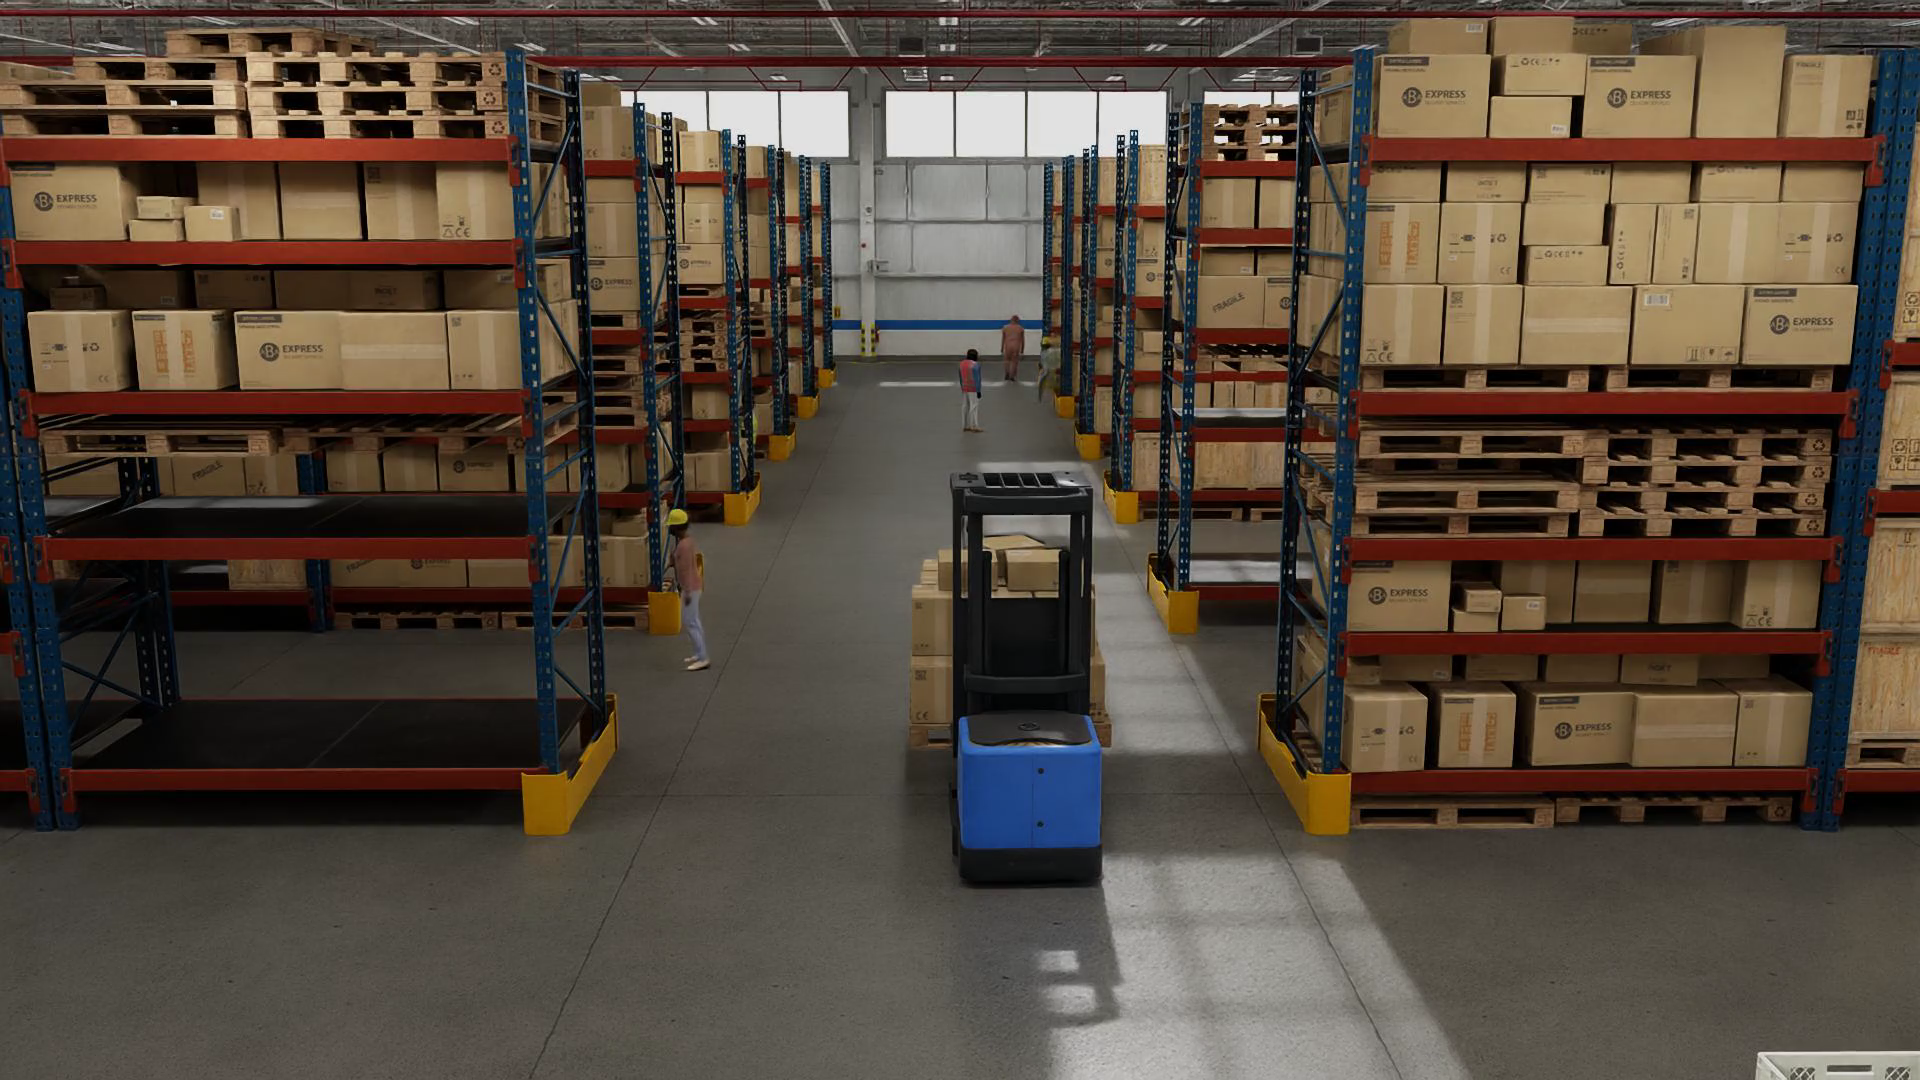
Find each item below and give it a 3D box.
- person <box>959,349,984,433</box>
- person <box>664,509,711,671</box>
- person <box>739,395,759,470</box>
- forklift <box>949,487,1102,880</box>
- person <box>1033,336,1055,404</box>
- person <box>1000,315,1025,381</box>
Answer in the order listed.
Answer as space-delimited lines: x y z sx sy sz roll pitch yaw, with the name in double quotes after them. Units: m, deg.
0.258 -3.278 36.549 0.429 1.837 0.621 -9 15 -38 "person"
-2.945 0.524 17.944 0.454 1.739 0.543 -2 12 -11 "person"
-3.709 -1.711 29.171 0.359 1.685 0.572 3 12 13 "person"
0.495 0.986 12.813 1.129 2.768 1.873 0 11 -2 "forklift"
2.231 -4.273 41.796 0.683 1.707 0.490 -7 13 -31 "person"
1.507 -5.467 47.339 0.718 1.860 0.799 2 12 8 "person"
